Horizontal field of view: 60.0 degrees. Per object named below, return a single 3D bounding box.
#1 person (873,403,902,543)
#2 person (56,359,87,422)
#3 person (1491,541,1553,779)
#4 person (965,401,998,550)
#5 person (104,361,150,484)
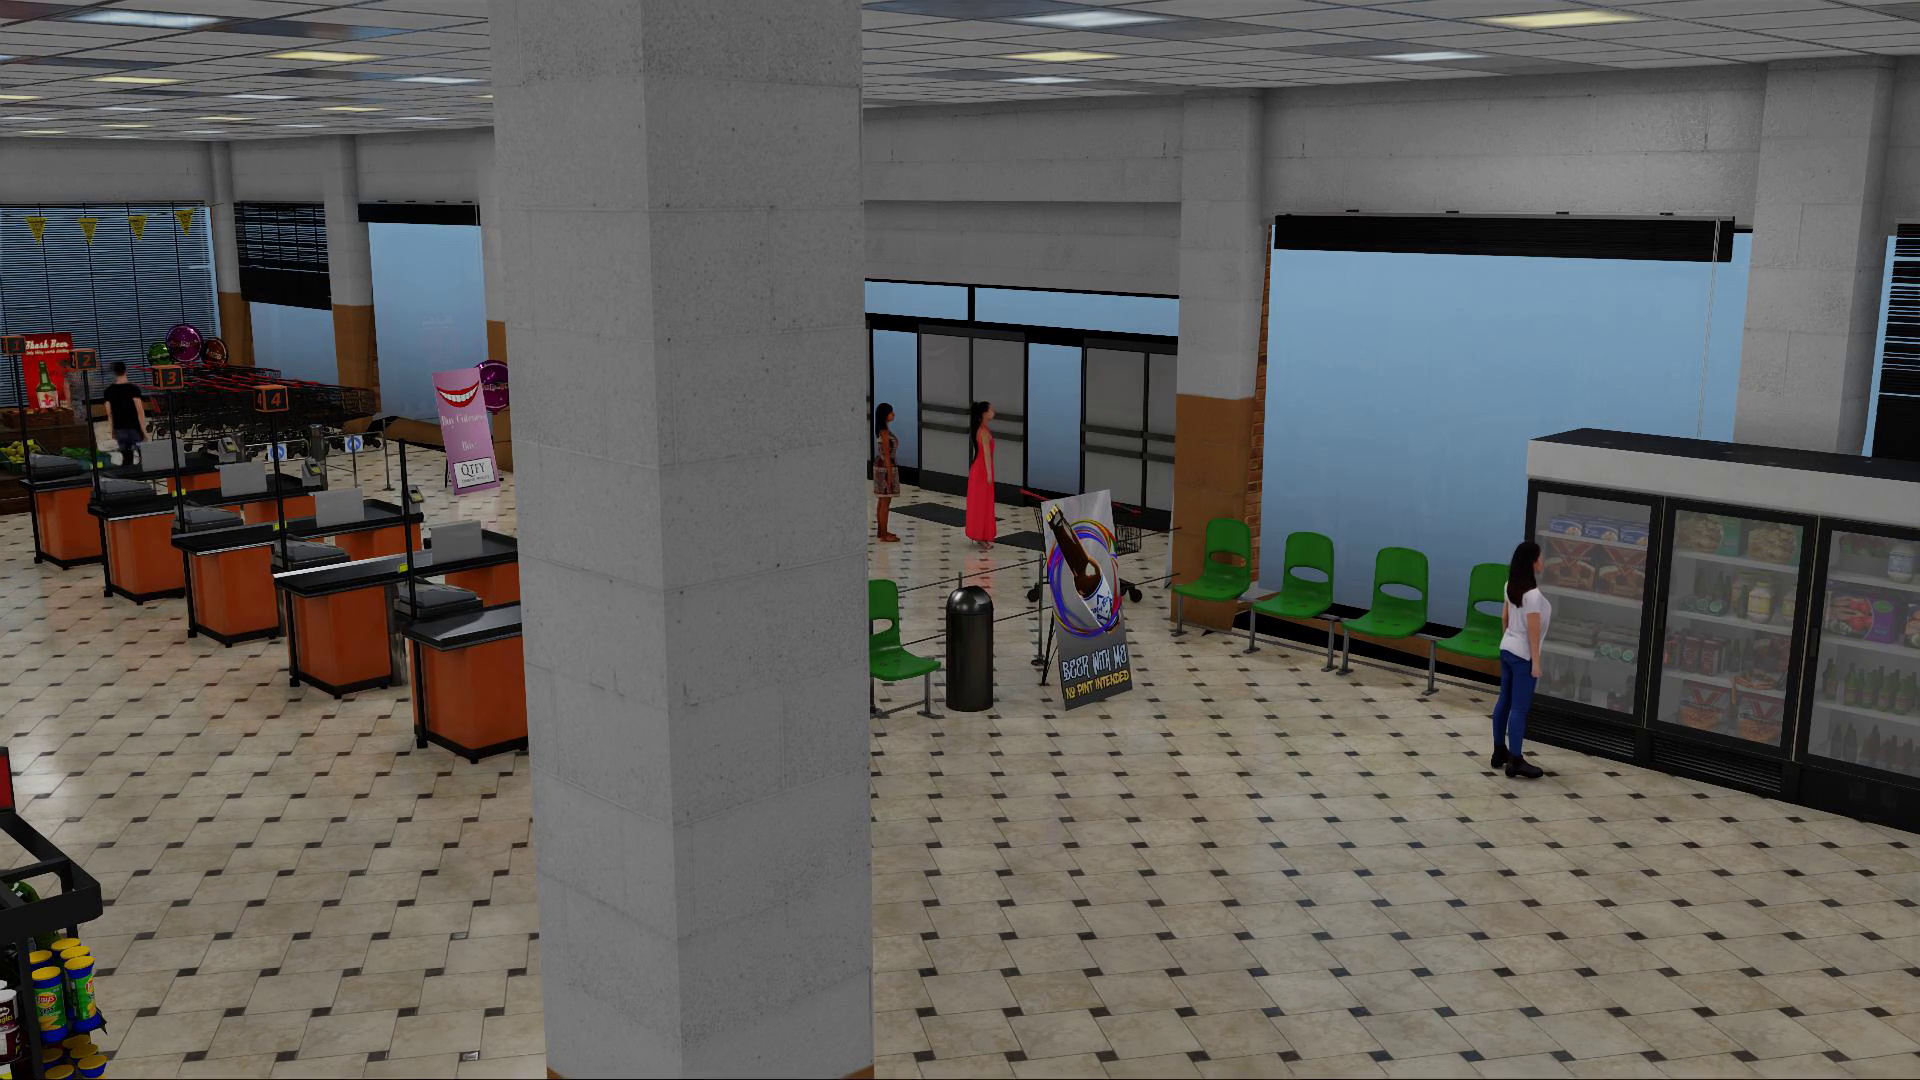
[{"bbox_3d":[-0.896,-0.819,19.850,0.733,1.645,0.724,-2,12,-10],"label":"person"},{"bbox_3d":[-13.020,-1.832,24.575,0.900,1.681,0.843,1,12,4],"label":"person"},{"bbox_3d":[3.980,0.848,11.836,0.716,1.685,0.684,-2,12,-8],"label":"person"},{"bbox_3d":[0.262,-0.764,19.393,0.731,1.725,0.712,-3,12,-14],"label":"person"},{"bbox_3d":[-11.149,-1.424,22.192,0.849,1.864,0.911,0,12,2],"label":"person"}]
